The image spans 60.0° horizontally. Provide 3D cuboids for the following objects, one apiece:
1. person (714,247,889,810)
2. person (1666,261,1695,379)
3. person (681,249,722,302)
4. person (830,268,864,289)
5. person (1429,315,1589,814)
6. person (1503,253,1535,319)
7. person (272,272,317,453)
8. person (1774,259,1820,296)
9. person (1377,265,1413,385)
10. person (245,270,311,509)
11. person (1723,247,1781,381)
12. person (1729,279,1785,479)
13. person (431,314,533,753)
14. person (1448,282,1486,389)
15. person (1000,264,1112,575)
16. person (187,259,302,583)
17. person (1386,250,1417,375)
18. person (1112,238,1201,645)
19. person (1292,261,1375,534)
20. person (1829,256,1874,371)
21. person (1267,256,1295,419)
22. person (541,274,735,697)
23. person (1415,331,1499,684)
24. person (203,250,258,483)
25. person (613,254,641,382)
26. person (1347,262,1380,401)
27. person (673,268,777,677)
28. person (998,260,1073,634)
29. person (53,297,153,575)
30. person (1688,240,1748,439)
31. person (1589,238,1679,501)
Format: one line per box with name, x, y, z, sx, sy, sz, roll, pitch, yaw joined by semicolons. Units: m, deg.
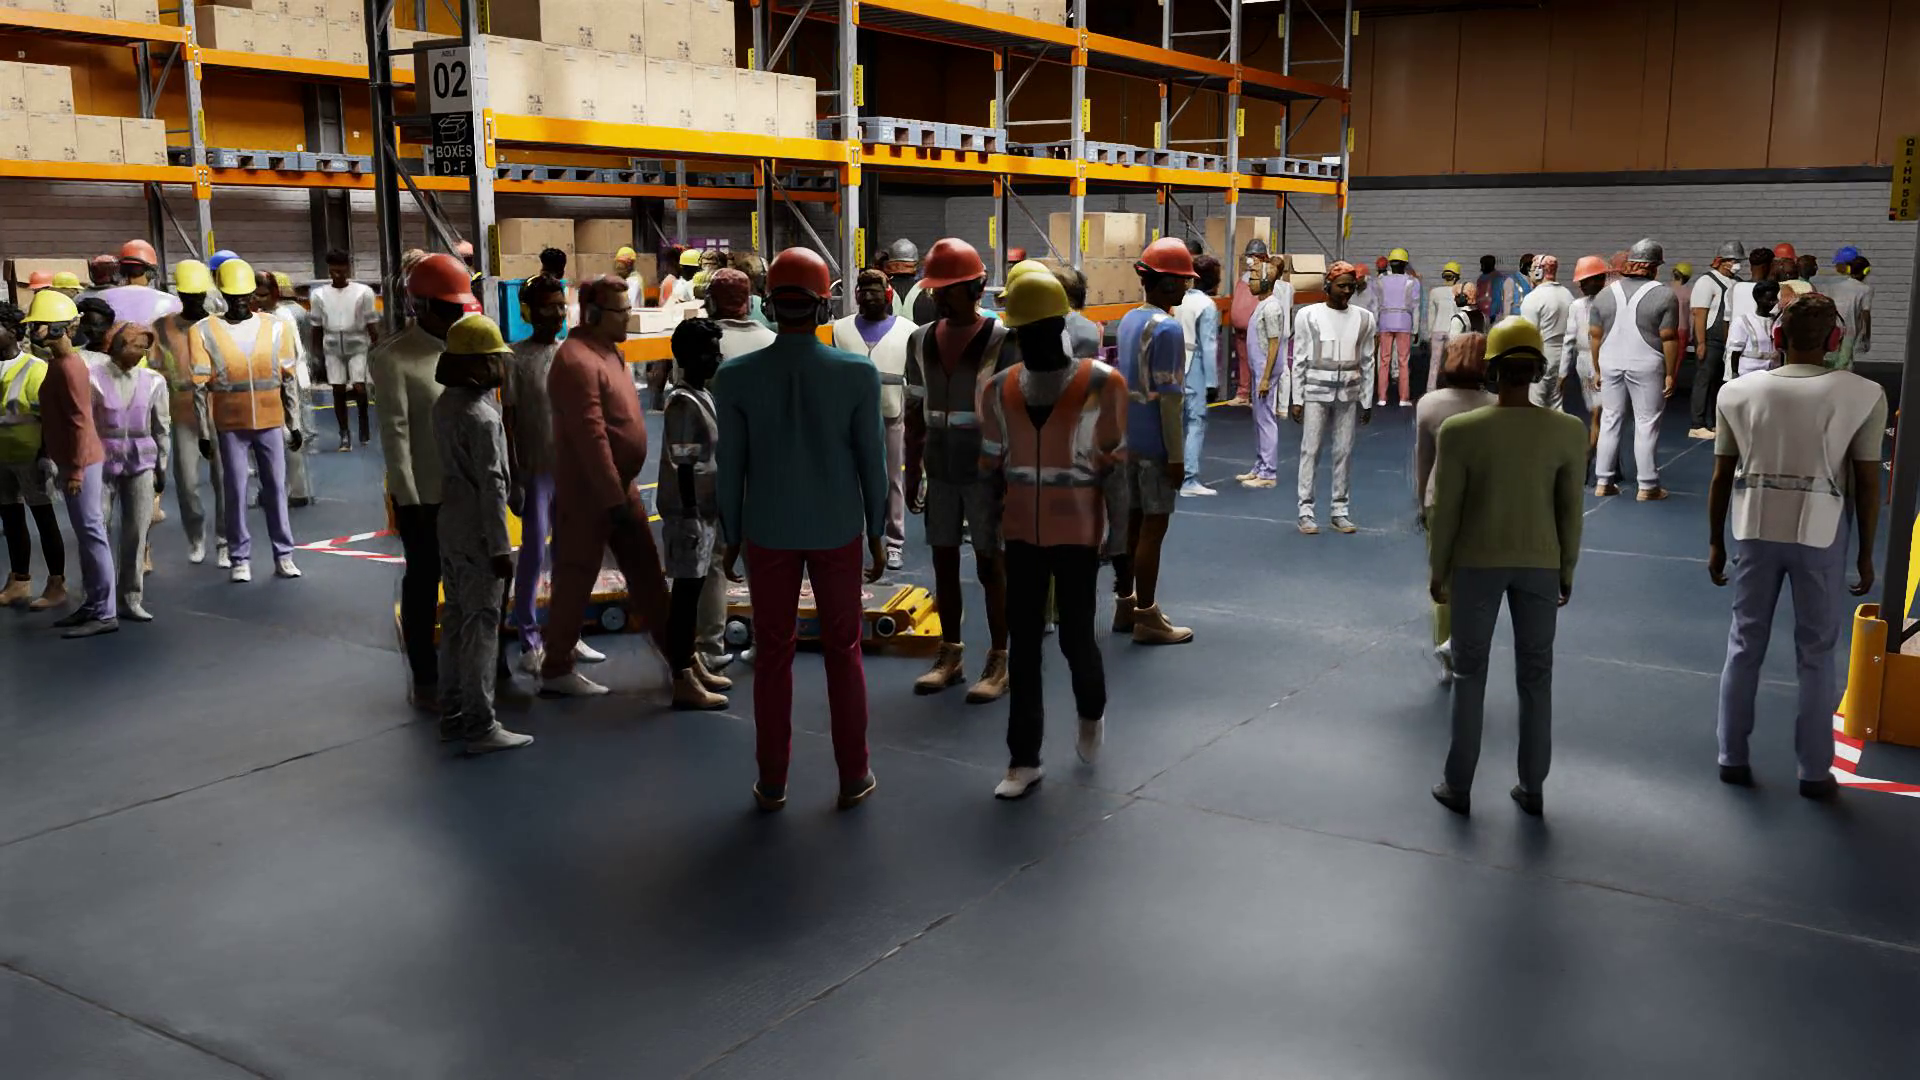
person;-0.555;-0.029;5.912;0.611;1.996;0.378;-1;10;-3
person;9.287;-2.748;21.661;0.552;1.746;0.509;8;13;39
person;-2.506;-1.965;16.850;0.635;1.932;0.363;1;10;8
person;-1.135;-2.187;18.132;0.598;1.908;0.410;-5;11;-25
person;1.914;0.097;5.872;0.525;1.762;0.338;1;10;5
person;7.699;-2.982;22.712;0.634;1.839;0.429;-4;11;-22
person;-6.397;-1.677;15.808;0.598;1.720;0.500;6;12;28
person;8.972;-2.125;18.032;0.651;1.821;0.439;-1;10;-3
person;6.067;-3.098;23.228;0.584;1.883;0.339;-4;11;-21
person;-5.161;-1.099;12.367;0.610;1.805;0.634;-8;13;-38
person;7.743;-1.878;16.285;0.386;1.957;0.603;-6;12;-30
person;6.774;-1.362;14.131;0.533;1.698;0.318;-2;10;-9
person;-1.909;-0.022;6.601;0.314;1.738;0.491;-8;13;-37
person;4.711;-1.578;15.516;0.514;1.634;0.313;-9;14;-42
person;0.565;-0.722;10.085;1.040;1.892;0.647;-9;14;-42
person;-4.226;-0.702;9.878;0.593;1.915;0.391;-7;13;-35
person;6.413;-3.353;24.687;0.584;1.871;0.935;-5;11;-25
person;0.997;-0.492;8.392;0.407;2.035;0.611;-3;11;-16
person;2.575;-0.977;11.502;0.583;1.879;0.357;-1;10;-5
person;10.197;-2.337;19.142;0.600;1.832;0.548;-6;12;-31
person;3.533;-2.259;18.706;0.506;1.840;0.343;-8;13;-39
person;-1.462;-0.217;7.325;0.903;1.870;0.664;1;10;5
person;2.260;-0.130;7.514;0.497;1.619;0.397;9;14;41
person;-6.150;-1.450;13.960;0.416;1.939;0.610;0;10;3
person;-4.070;-2.490;19.950;0.521;1.853;0.600;-7;12;-33
person;5.045;-2.619;20.965;0.579;1.738;0.365;8;13;36
person;-1.060;-0.304;7.727;0.656;1.893;0.399;-8;13;-38
person;0.387;-0.473;8.593;0.397;1.920;0.587;4;11;20
person;-5.116;-0.606;9.974;0.536;1.689;0.322;-4;11;-20
person;7.792;-2.049;16.982;0.680;2.000;0.535;-5;12;-28
person;5.315;-1.338;13.046;0.536;2.000;0.688;-9;14;-42
